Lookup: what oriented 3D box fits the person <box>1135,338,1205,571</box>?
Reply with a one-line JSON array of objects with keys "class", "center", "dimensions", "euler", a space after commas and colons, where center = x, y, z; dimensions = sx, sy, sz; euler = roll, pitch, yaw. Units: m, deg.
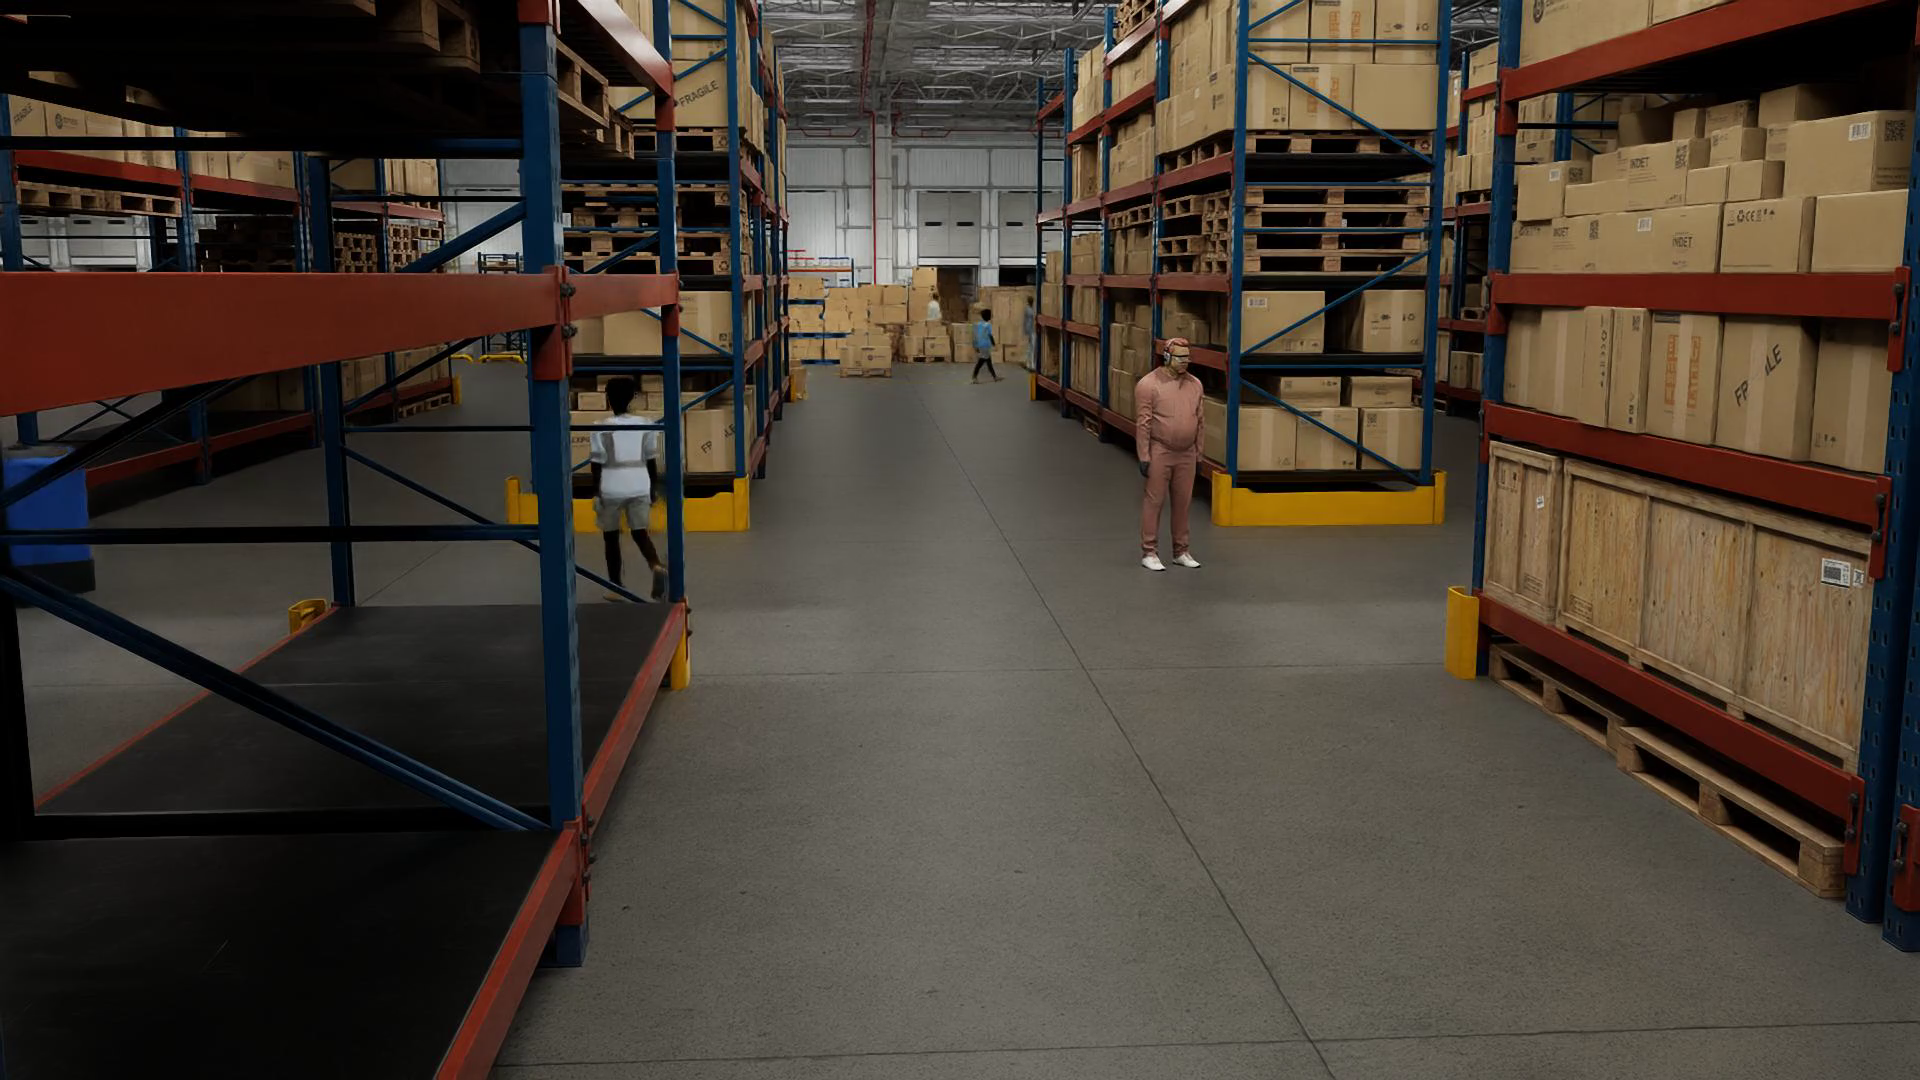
[{"class": "person", "center": [1.737, -0.697, 13.592], "dimensions": [0.642, 1.900, 0.400], "euler": [-4, 10, -26]}]

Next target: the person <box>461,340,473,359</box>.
[{"class": "person", "center": [-14.274, -6.153, 47.892], "dimensions": [0.576, 1.881, 0.352], "euler": [-9, 13, -44]}]

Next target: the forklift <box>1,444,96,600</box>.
[{"class": "forklift", "center": [-7.435, -0.940, 12.031], "dimensions": [1.873, 2.768, 1.129], "euler": [-5, 10, -30]}]

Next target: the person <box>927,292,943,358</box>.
[{"class": "person", "center": [-0.655, -6.274, 48.550], "dimensions": [0.757, 1.912, 0.627], "euler": [-3, 9, -17]}]

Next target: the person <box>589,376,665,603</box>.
[{"class": "person", "center": [-2.418, -0.351, 12.093], "dimensions": [0.539, 1.684, 0.567], "euler": [-6, 11, -35]}]

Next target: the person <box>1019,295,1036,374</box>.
[{"class": "person", "center": [1.735, -5.009, 40.560], "dimensions": [0.454, 1.928, 0.656], "euler": [2, 9, 15]}]

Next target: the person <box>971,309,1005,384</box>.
[{"class": "person", "center": [0.598, -4.282, 36.863], "dimensions": [0.907, 1.640, 0.540], "euler": [-4, 10, -24]}]
